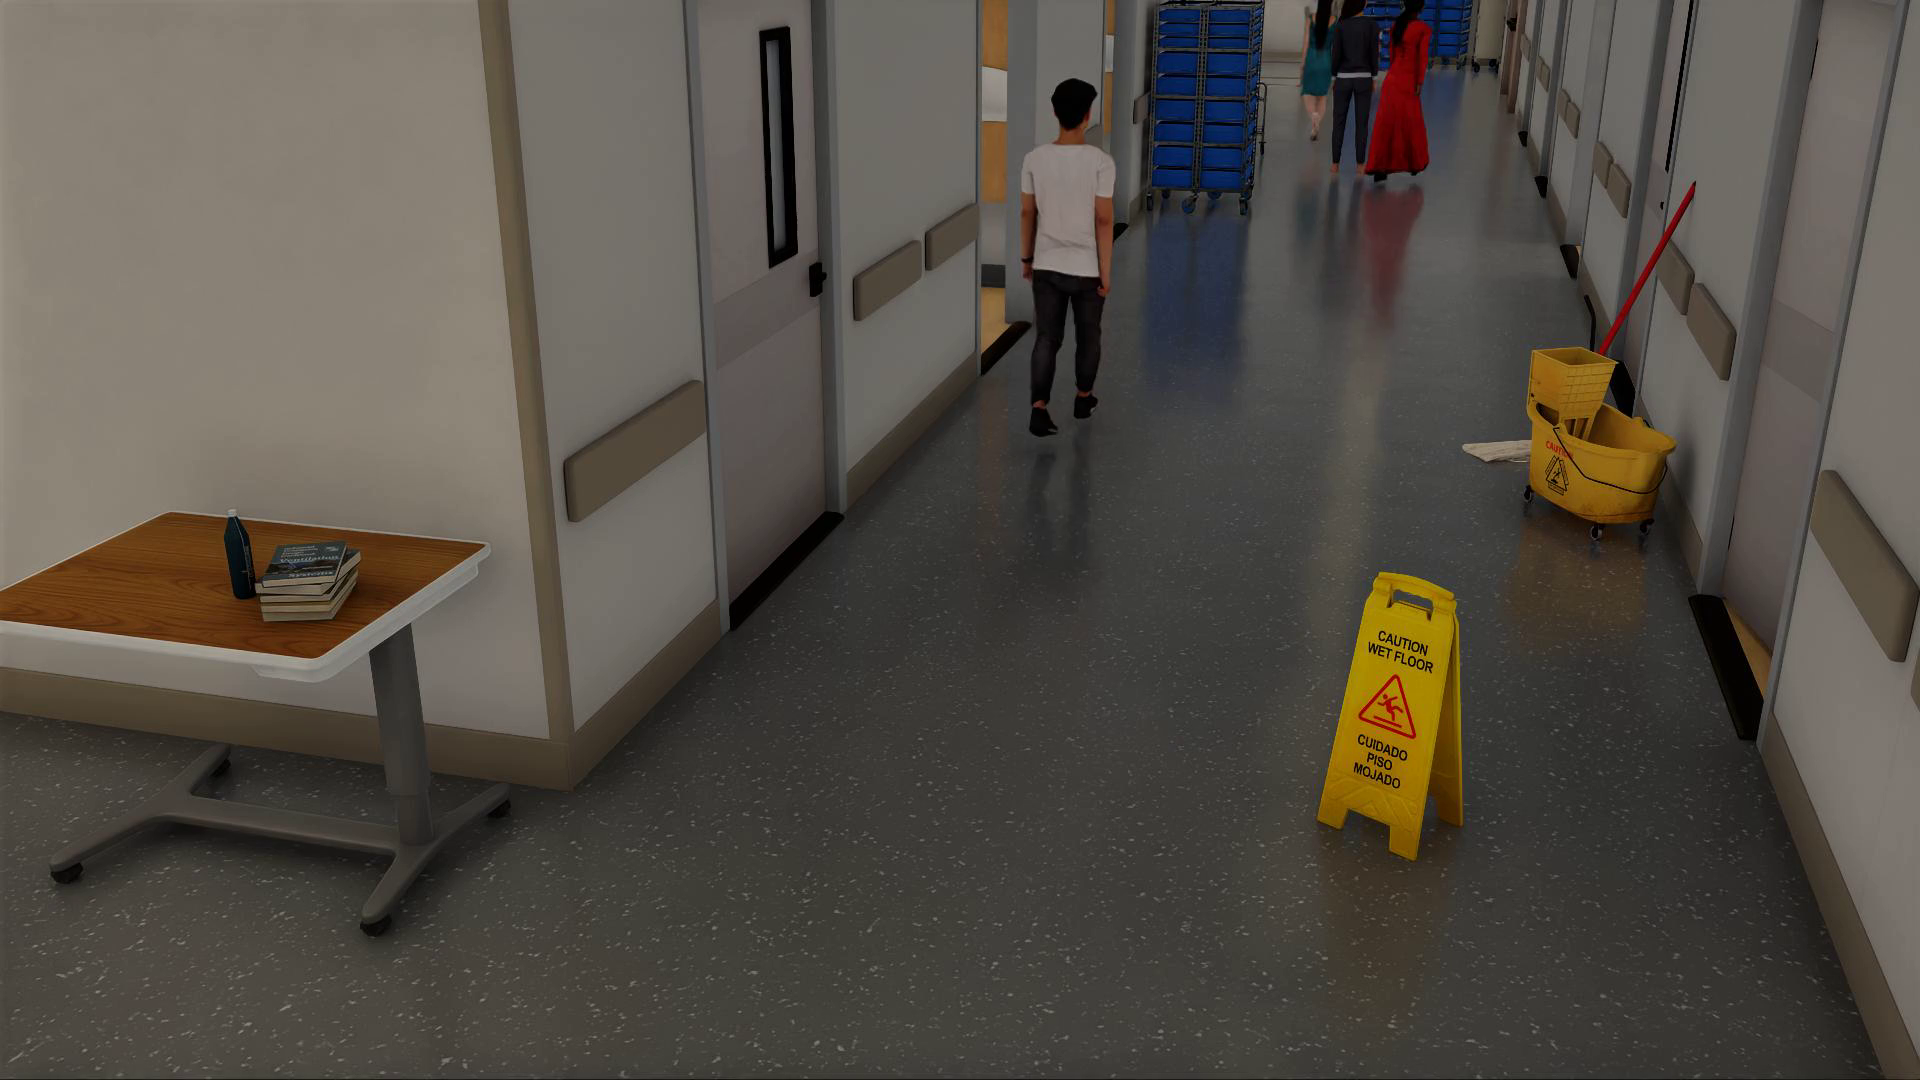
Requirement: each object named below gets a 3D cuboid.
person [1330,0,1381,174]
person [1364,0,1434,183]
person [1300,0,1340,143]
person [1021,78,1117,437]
[{"bbox_3d":[3.903,-4.555,16.484,0.605,1.770,0.500,6,21,14],"label":"person"},{"bbox_3d":[4.117,-4.251,15.716,0.928,1.746,1.162,16,26,36],"label":"person"},{"bbox_3d":[3.964,-5.221,18.384,0.639,1.669,0.886,3,21,7],"label":"person"},{"bbox_3d":[0.488,-1.310,7.991,0.669,1.686,1.070,7,22,17],"label":"person"}]
